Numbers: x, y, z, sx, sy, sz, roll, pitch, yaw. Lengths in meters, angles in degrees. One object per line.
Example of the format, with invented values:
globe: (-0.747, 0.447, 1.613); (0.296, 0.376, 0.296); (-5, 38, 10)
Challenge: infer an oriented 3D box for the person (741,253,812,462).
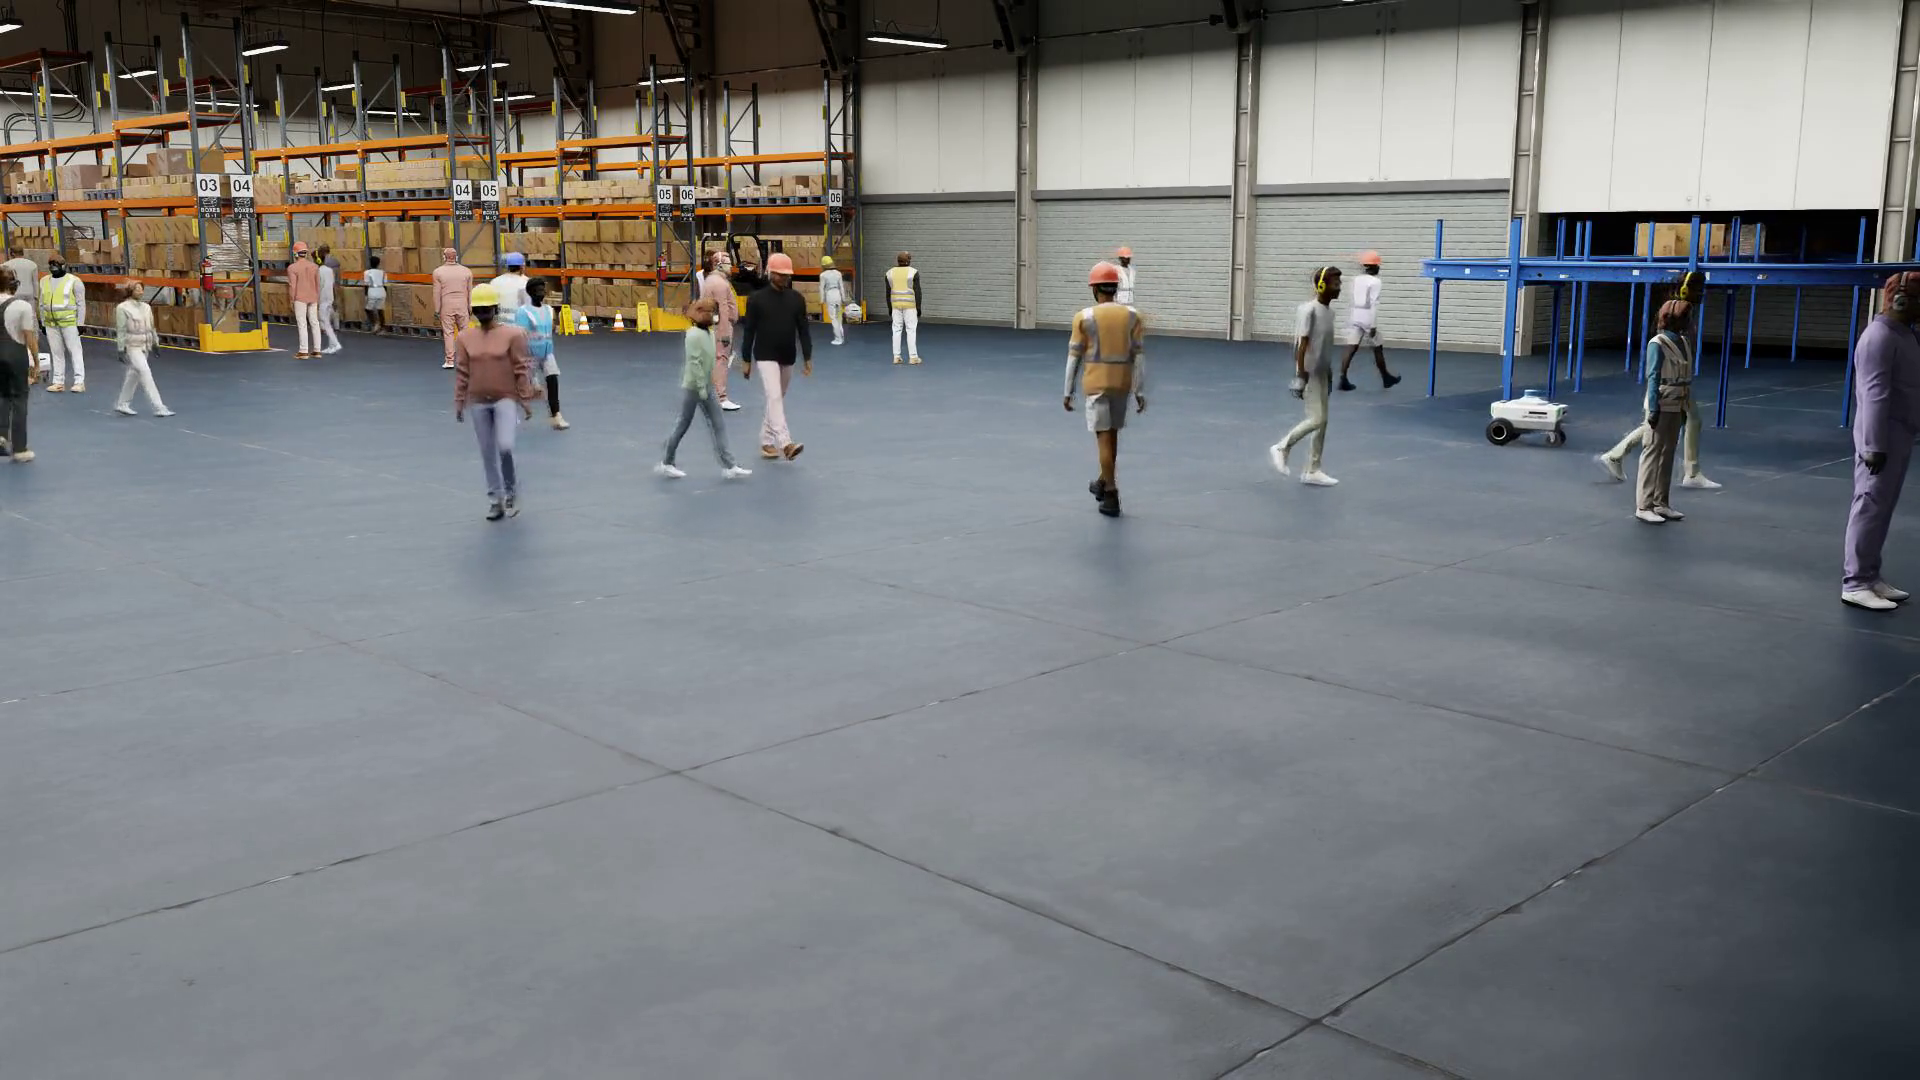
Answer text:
person: (-1.666, -1.699, 15.577); (0.618, 1.930, 1.029); (-7, 13, -34)

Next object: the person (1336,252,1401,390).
person: (5.616, -3.001, 22.827); (1.031, 1.877, 0.566); (-5, 12, -27)

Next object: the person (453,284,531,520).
person: (-3.480, -1.018, 12.347); (0.554, 1.748, 0.415); (1, 10, 3)

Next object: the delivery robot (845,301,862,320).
delivery robot: (-2.557, -5.479, 39.820); (0.477, 0.478, 0.707); (-2, 10, -10)

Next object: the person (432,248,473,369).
person: (-8.089, -3.695, 26.540); (0.642, 1.909, 0.399); (-6, 12, -31)

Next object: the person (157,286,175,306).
person: (-20.359, -6.674, 42.902); (0.775, 1.859, 0.606); (10, 14, 43)

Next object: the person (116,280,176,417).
person: (-9.616, -2.241, 19.467); (0.847, 1.595, 0.529); (2, 11, 11)

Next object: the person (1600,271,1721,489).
person: (5.954, -1.356, 14.051); (0.920, 1.832, 0.540); (6, 12, 30)

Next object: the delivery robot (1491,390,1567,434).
delivery robot: (5.804, -1.288, 16.967); (0.707, 0.478, 0.477); (6, 12, 30)

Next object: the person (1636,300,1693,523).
person: (5.238, -0.956, 12.341); (0.524, 1.637, 0.306); (-9, 14, -41)

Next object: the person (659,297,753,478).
person: (-2.273, -1.322, 14.493); (0.858, 1.590, 0.511); (4, 11, 20)

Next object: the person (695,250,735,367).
person: (-3.892, -3.647, 26.346); (0.589, 1.894, 0.891); (8, 13, 38)

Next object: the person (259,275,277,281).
person: (-18.496, -6.928, 44.488); (0.889, 1.798, 0.595); (9, 14, 41)

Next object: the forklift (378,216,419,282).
forklift: (-17.868, -9.201, 54.028); (1.873, 2.768, 1.129); (-10, 14, -44)

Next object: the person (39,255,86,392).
person: (-12.173, -2.930, 22.540); (0.629, 1.846, 0.429); (1, 10, 4)

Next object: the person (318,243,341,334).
person: (-13.616, -5.403, 35.768); (0.363, 1.939, 0.636); (9, 13, 39)

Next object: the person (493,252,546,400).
person: (-5.677, -2.711, 21.216); (0.606, 1.908, 0.982); (3, 11, 15)

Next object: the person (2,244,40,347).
person: (-17.792, -4.626, 31.541); (0.373, 1.936, 0.629); (8, 13, 38)

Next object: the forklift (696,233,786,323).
forklift: (-5.496, -6.489, 41.108); (2.313, 2.155, 1.214); (-10, 14, -44)

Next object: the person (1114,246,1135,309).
person: (2.836, -4.176, 29.119); (0.551, 1.921, 0.516); (-7, 12, -34)

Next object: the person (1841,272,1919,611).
person: (5.315, -0.569, 9.498); (0.407, 1.905, 0.655); (8, 13, 39)

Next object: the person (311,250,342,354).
person: (-11.340, -4.240, 29.708); (0.603, 1.836, 0.519); (2, 11, 13)

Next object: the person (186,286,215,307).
person: (-17.671, -5.925, 38.708); (0.613, 1.898, 0.789); (-7, 12, -32)

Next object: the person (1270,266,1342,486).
person: (2.974, -1.397, 14.147); (0.499, 1.855, 0.551); (9, 13, 39)

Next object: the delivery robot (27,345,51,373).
delivery robot: (-13.447, -2.566, 23.937); (0.477, 0.478, 0.707); (1, 10, 7)

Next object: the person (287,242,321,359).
person: (-11.309, -4.134, 28.694); (0.375, 1.995, 0.609); (6, 12, 32)

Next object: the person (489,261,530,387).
person: (-5.873, -2.822, 21.933); (0.639, 1.858, 1.008); (-5, 11, -24)

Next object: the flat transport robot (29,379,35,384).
flat transport robot: (-13.521, -2.189, 22.907); (0.652, 0.197, 1.431); (1, 10, 7)

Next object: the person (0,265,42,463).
person: (-8.889, -1.648, 15.586); (0.545, 1.827, 0.413); (0, 10, 0)

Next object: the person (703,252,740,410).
person: (-2.900, -2.553, 20.314); (0.404, 1.906, 0.651); (-4, 11, -19)

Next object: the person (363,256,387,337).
person: (-12.246, -5.109, 34.861); (0.380, 1.679, 0.548); (9, 14, 40)

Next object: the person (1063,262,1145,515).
person: (1.076, -1.185, 12.865); (0.578, 1.895, 0.918); (-3, 11, -16)

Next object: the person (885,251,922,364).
person: (-0.915, -3.849, 27.560); (0.621, 1.845, 0.429); (4, 11, 21)

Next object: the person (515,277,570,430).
person: (-4.708, -2.063, 18.314); (0.836, 1.666, 0.538); (7, 12, 33)

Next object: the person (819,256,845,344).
person: (-2.496, -4.674, 32.420); (0.519, 1.708, 0.468); (-9, 14, -40)

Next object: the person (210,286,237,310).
person: (-15.321, -5.035, 34.594); (0.380, 1.633, 0.531); (10, 14, 44)
